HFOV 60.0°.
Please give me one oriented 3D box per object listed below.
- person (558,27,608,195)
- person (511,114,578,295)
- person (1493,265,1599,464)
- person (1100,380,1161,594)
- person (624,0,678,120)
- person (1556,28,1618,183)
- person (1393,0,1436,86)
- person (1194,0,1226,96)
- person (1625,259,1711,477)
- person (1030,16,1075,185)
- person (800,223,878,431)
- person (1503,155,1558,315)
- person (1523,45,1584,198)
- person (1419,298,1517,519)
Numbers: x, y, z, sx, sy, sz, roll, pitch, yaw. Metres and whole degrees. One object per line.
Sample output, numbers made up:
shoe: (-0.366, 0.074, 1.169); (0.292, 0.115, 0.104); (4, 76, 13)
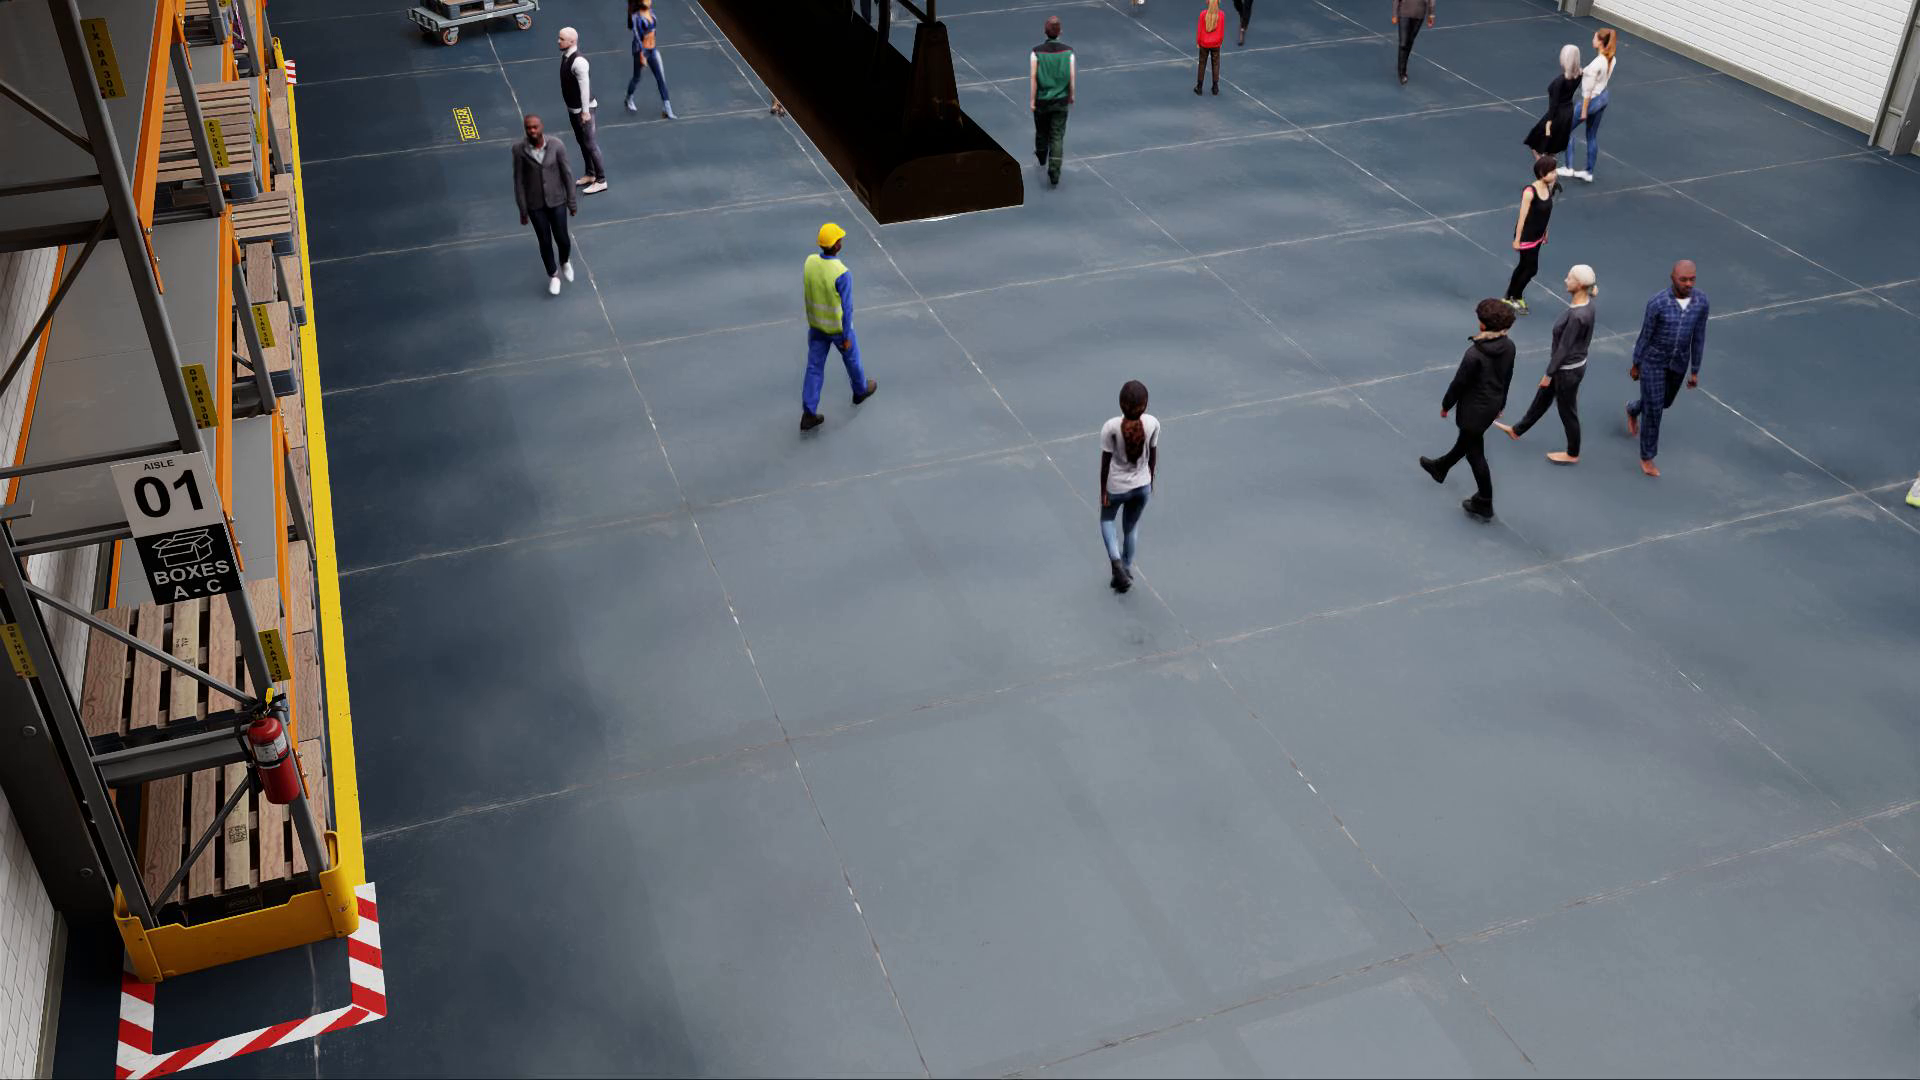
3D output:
person: (-4.189, -4.760, 18.389); (0.788, 1.820, 0.599); (-19, 38, -27)
person: (-4.041, -3.306, 16.215); (0.775, 1.805, 0.751); (-6, 34, -9)
person: (4.990, -1.392, 13.430); (1.072, 1.700, 1.002); (15, 36, 21)
person: (1.210, -0.328, 11.821); (0.651, 1.709, 0.738); (-6, 34, -9)
person: (-3.921, -5.963, 20.415); (1.140, 1.580, 0.996); (20, 39, 28)
person: (7.148, -4.833, 18.600); (0.726, 1.707, 0.765); (-23, 40, -31)
person: (5.856, -6.825, 21.576); (1.166, 1.730, 0.889); (-10, 35, -15)
person: (3.200, -6.353, 21.273); (0.549, 1.280, 0.570); (1, 34, 1)
person: (5.661, -1.471, 13.470); (0.846, 1.786, 1.190); (-4, 34, -5)
person: (1.032, -4.875, 18.587); (0.916, 1.792, 1.237); (-1, 34, -1)
person: (-1.145, -1.758, 13.915); (1.201, 1.771, 1.228); (17, 37, 23)
person: (5.385, -2.940, 15.904); (0.695, 1.539, 0.656); (29, 43, 36)
person: (6.534, -4.484, 18.048); (0.747, 1.738, 0.817); (-23, 40, -30)
person: (4.031, -0.969, 12.767); (0.758, 1.729, 1.147); (-17, 37, -24)
